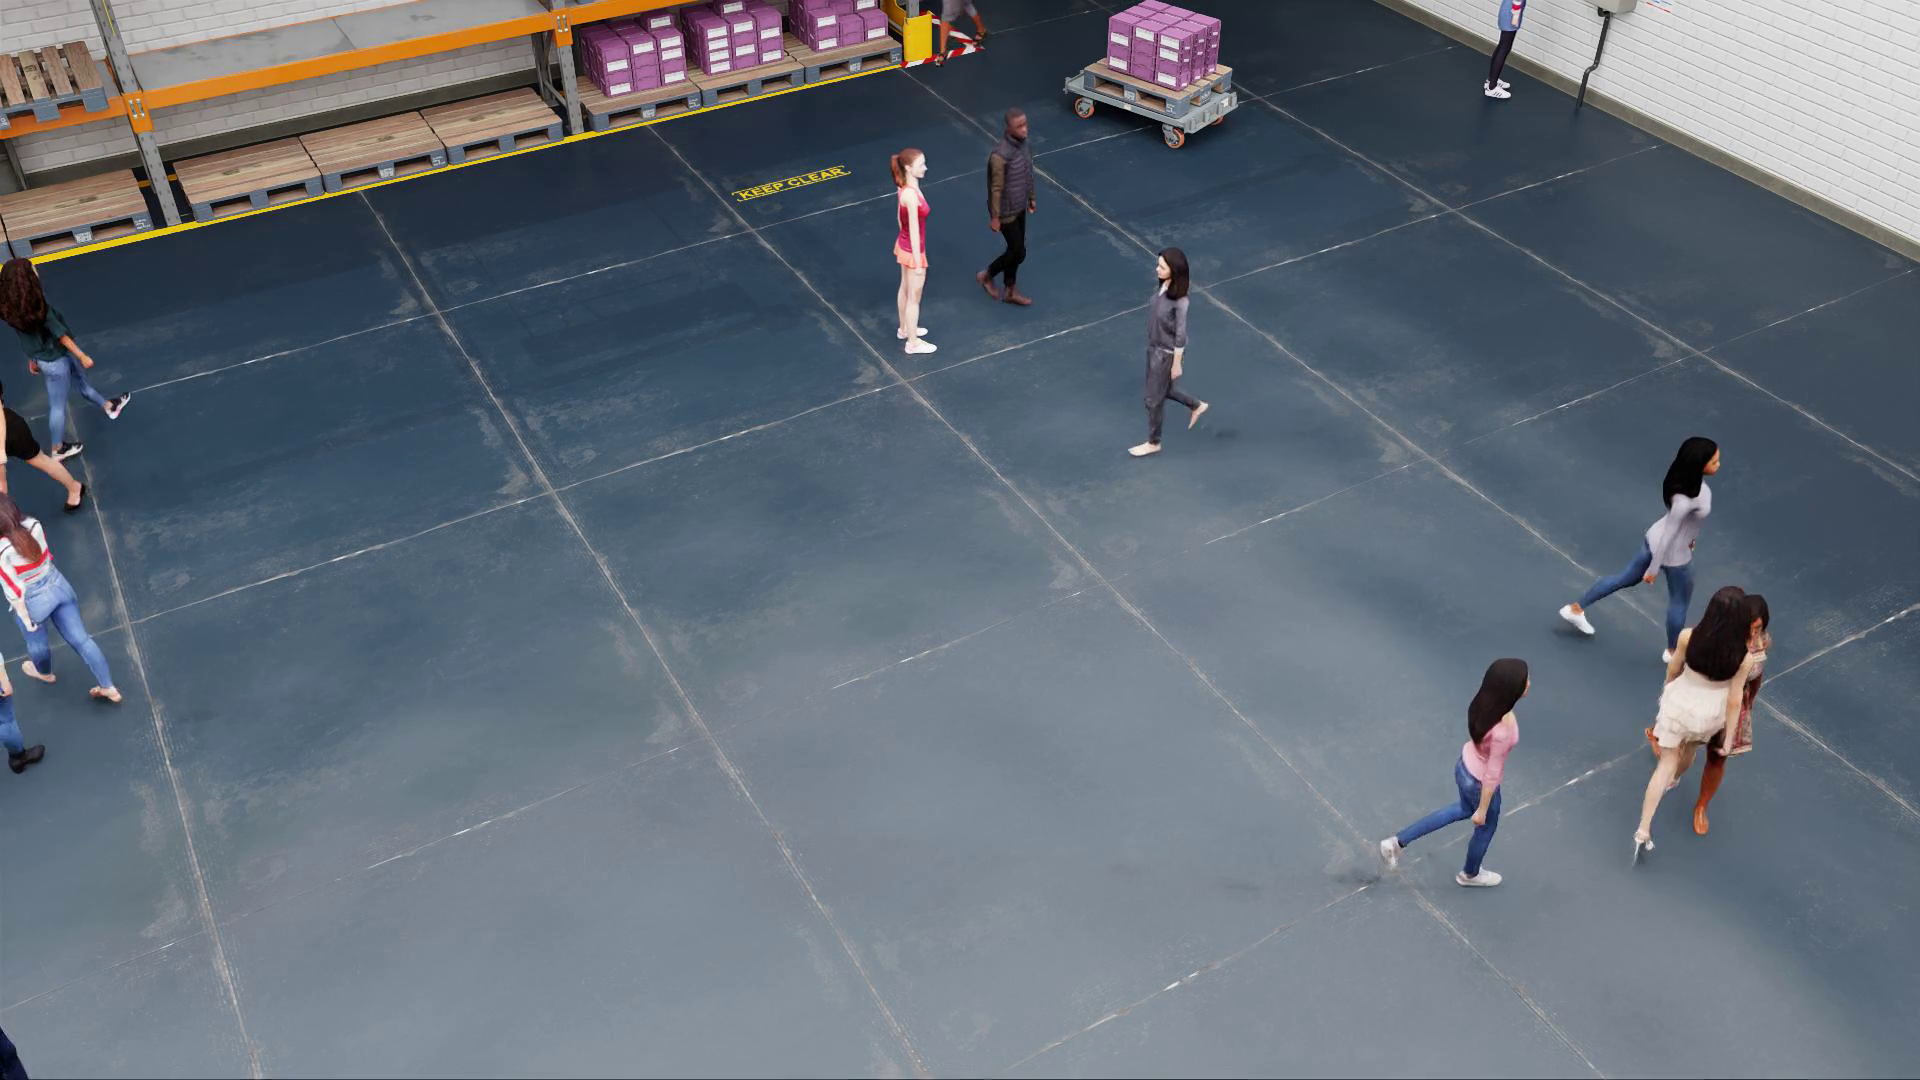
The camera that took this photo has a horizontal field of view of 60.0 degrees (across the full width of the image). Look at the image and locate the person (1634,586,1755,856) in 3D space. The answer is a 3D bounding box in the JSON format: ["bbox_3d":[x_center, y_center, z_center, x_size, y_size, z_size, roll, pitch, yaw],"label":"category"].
[{"bbox_3d":[4.055,1.053,9.335,0.915,1.690,1.141,24,45,27],"label":"person"}]

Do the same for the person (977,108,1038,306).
[{"bbox_3d":[0.354,-2.810,14.061,0.958,1.829,0.882,17,41,20],"label":"person"}]

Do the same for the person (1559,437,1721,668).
[{"bbox_3d":[4.385,0.048,10.591,1.175,1.693,1.167,12,40,15],"label":"person"}]

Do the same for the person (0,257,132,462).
[{"bbox_3d":[-6.821,-1.300,12.370,0.903,1.581,1.116,21,43,24],"label":"person"}]

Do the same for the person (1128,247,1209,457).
[{"bbox_3d":[1.615,-1.406,12.372,0.953,1.743,0.766,-8,39,-9],"label":"person"}]

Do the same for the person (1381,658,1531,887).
[{"bbox_3d":[2.738,1.282,9.018,1.048,1.729,0.878,1,39,1],"label":"person"}]

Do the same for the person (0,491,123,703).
[{"bbox_3d":[-5.595,0.380,10.271,1.004,1.574,1.021,16,41,19],"label":"person"}]

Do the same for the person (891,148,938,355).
[{"bbox_3d":[-0.395,-2.368,13.571,0.611,1.750,0.621,-9,39,-11],"label":"person"}]

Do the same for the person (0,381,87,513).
[{"bbox_3d":[-6.596,-0.760,11.675,0.858,1.603,1.120,24,44,27],"label":"person"}]

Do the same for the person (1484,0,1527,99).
[{"bbox_3d":[5.832,-5.601,17.575,0.761,1.805,0.706,9,39,11],"label":"person"}]

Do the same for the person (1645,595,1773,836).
[{"bbox_3d":[4.319,0.871,9.625,1.059,1.613,1.011,-2,39,-2],"label":"person"}]

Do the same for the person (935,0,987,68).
[{"bbox_3d":[0.031,-6.136,18.302,0.966,1.733,1.207,24,44,27],"label":"person"}]
